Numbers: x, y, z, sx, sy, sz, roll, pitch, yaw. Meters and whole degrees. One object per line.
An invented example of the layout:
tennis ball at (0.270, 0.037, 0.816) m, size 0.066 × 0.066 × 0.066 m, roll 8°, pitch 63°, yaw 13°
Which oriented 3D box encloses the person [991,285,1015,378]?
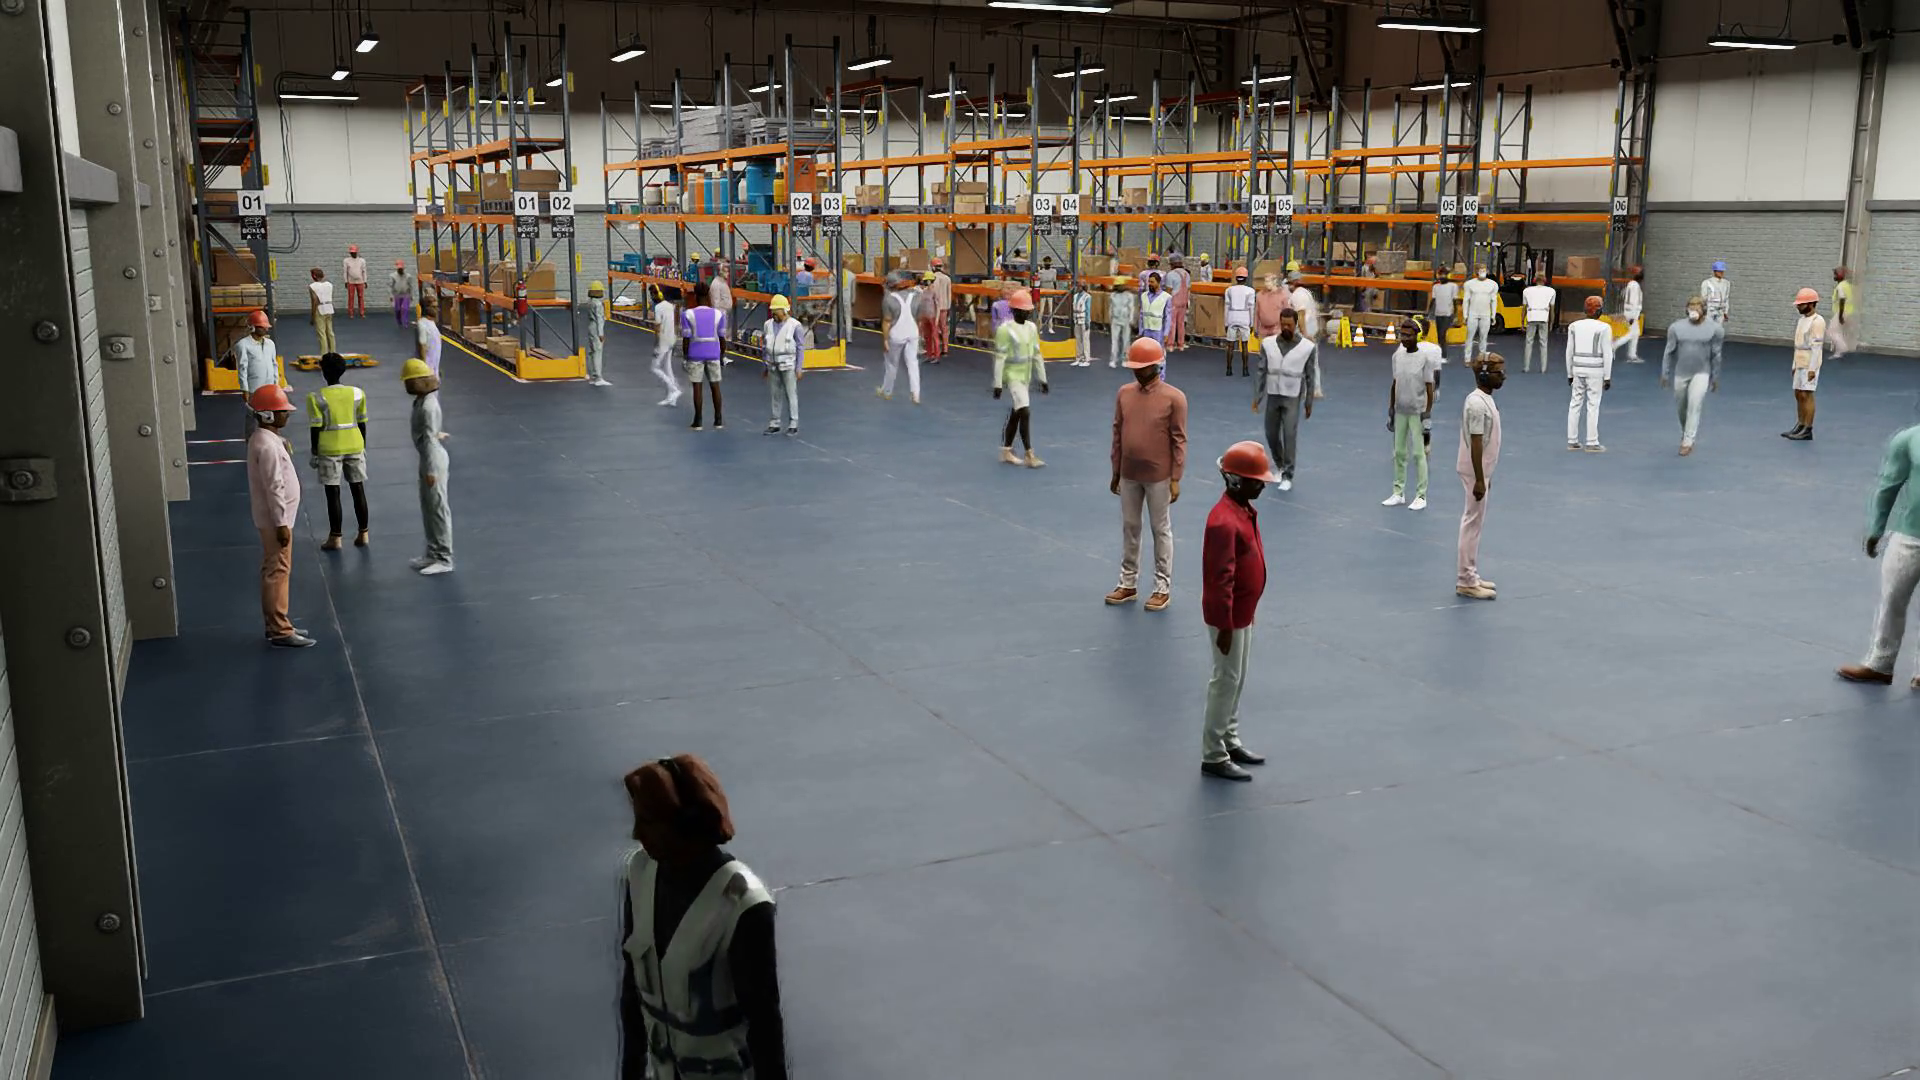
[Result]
person at (0.794, -3.618, 28.972) m, size 0.526 × 1.620 × 0.577 m, roll 2°, pitch 11°, yaw 11°

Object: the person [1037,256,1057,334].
person at (2.077, -5.867, 39.822) m, size 0.509 × 1.860 × 0.337 m, roll -3°, pitch 11°, yaw -14°

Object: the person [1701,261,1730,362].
person at (14.580, -4.403, 32.144) m, size 0.602 × 1.948 × 0.387 m, roll -2°, pitch 11°, yaw -12°

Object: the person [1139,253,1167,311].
person at (4.033, -4.961, 34.762) m, size 0.605 × 2.034 × 0.389 m, roll 2°, pitch 11°, yaw 12°

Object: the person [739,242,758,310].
person at (-6.300, -7.863, 49.524) m, size 0.617 × 2.029 × 0.410 m, roll 3°, pitch 12°, yaw 16°

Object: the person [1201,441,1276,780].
person at (1.419, 0.356, 8.495) m, size 0.351 × 1.739 × 0.573 m, roll 4°, pitch 12°, yaw 19°

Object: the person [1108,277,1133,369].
person at (2.982, -4.046, 30.980) m, size 0.493 × 1.692 × 0.879 m, roll 3°, pitch 12°, yaw 15°

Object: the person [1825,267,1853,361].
person at (17.145, -4.395, 32.410) m, size 0.443 × 1.825 × 0.588 m, roll 8°, pitch 14°, yaw 36°

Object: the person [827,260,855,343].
person at (-2.653, -5.326, 37.078) m, size 0.668 × 1.850 × 0.991 m, roll -5°, pitch 12°, yaw -22°

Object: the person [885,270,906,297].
person at (-1.402, -5.086, 36.399) m, size 0.523 × 1.639 × 0.309 m, roll -5°, pitch 12°, yaw -23°

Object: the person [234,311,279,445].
person at (-8.160, -1.797, 19.423) m, size 0.351 × 1.743 × 0.563 m, roll 5°, pitch 12°, yaw 23°

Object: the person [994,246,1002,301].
person at (1.187, -7.902, 50.094) m, size 0.356 × 1.881 × 0.575 m, roll -2°, pitch 11°, yaw -8°

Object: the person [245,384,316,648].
person at (-4.541, -0.160, 11.075) m, size 0.324 × 1.752 × 0.561 m, roll -6°, pitch 13°, yaw -28°

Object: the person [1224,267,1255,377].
person at (4.946, -3.855, 29.427) m, size 0.542 × 1.928 × 0.400 m, roll 4°, pitch 12°, yaw 20°

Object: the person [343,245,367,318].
person at (-16.664, -7.122, 45.857) m, size 0.611 × 1.990 × 0.392 m, roll -6°, pitch 13°, yaw -27°

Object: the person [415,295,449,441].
person at (-6.728, -2.180, 21.111) m, size 0.328 × 1.842 × 0.515 m, roll 0°, pitch 11°, yaw -2°

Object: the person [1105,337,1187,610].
person at (1.351, -0.483, 12.125) m, size 0.609 × 1.985 × 0.393 m, roll 9°, pitch 14°, yaw 38°

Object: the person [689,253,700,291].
person at (-7.466, -7.215, 46.927) m, size 0.340 × 1.757 × 0.518 m, roll 7°, pitch 13°, yaw 32°

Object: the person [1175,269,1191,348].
person at (4.756, -4.933, 35.507) m, size 0.321 × 1.686 × 0.539 m, roll -2°, pitch 11°, yaw -11°

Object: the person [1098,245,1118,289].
person at (3.909, -6.782, 44.013) m, size 0.626 × 2.032 × 0.551 m, roll -5°, pitch 12°, yaw -26°

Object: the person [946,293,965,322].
person at (-0.117, -6.687, 43.928) m, size 0.654 × 1.873 × 0.820 m, roll 3°, pitch 12°, yaw 15°

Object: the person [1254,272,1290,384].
person at (5.304, -3.598, 28.216) m, size 0.684 × 1.885 × 0.554 m, roll 8°, pitch 14°, yaw 35°

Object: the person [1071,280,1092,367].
person at (2.302, -4.085, 31.335) m, size 0.313 × 1.633 × 0.517 m, roll -6°, pitch 13°, yaw -29°

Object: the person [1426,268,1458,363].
person at (9.138, -4.249, 31.660) m, size 0.866 × 1.837 × 0.492 m, roll -11°, pitch 15°, yaw -44°

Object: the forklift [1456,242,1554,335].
forklift at (13.047, -6.049, 39.881) m, size 2.313 × 2.155 × 1.214 m, roll -5°, pitch 12°, yaw -23°

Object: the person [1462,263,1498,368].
person at (9.687, -4.177, 31.019) m, size 0.627 × 1.940 × 0.371 m, roll 2°, pitch 11°, yaw 9°

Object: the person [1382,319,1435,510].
person at (4.392, -1.225, 16.237) m, size 0.329 × 1.861 × 0.506 m, roll -9°, pitch 14°, yaw -37°

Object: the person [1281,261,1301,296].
person at (6.525, -4.539, 32.890) m, size 0.381 × 1.924 × 0.593 m, roll 4°, pitch 12°, yaw 20°

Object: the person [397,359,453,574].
person at (-4.285, -0.591, 13.339) m, size 0.359 × 1.726 × 0.531 m, roll -4°, pitch 12°, yaw -19°

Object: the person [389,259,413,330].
person at (-13.850, -6.089, 41.244) m, size 0.576 × 1.734 × 0.603 m, roll -5°, pitch 12°, yaw -22°

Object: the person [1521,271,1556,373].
person at (10.402, -3.914, 29.959) m, size 0.561 × 1.836 × 0.393 m, roll 3°, pitch 12°, yaw 15°

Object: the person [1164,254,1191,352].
person at (4.472, -4.957, 34.723) m, size 0.685 × 2.000 × 0.535 m, roll -10°, pitch 15°, yaw -42°
